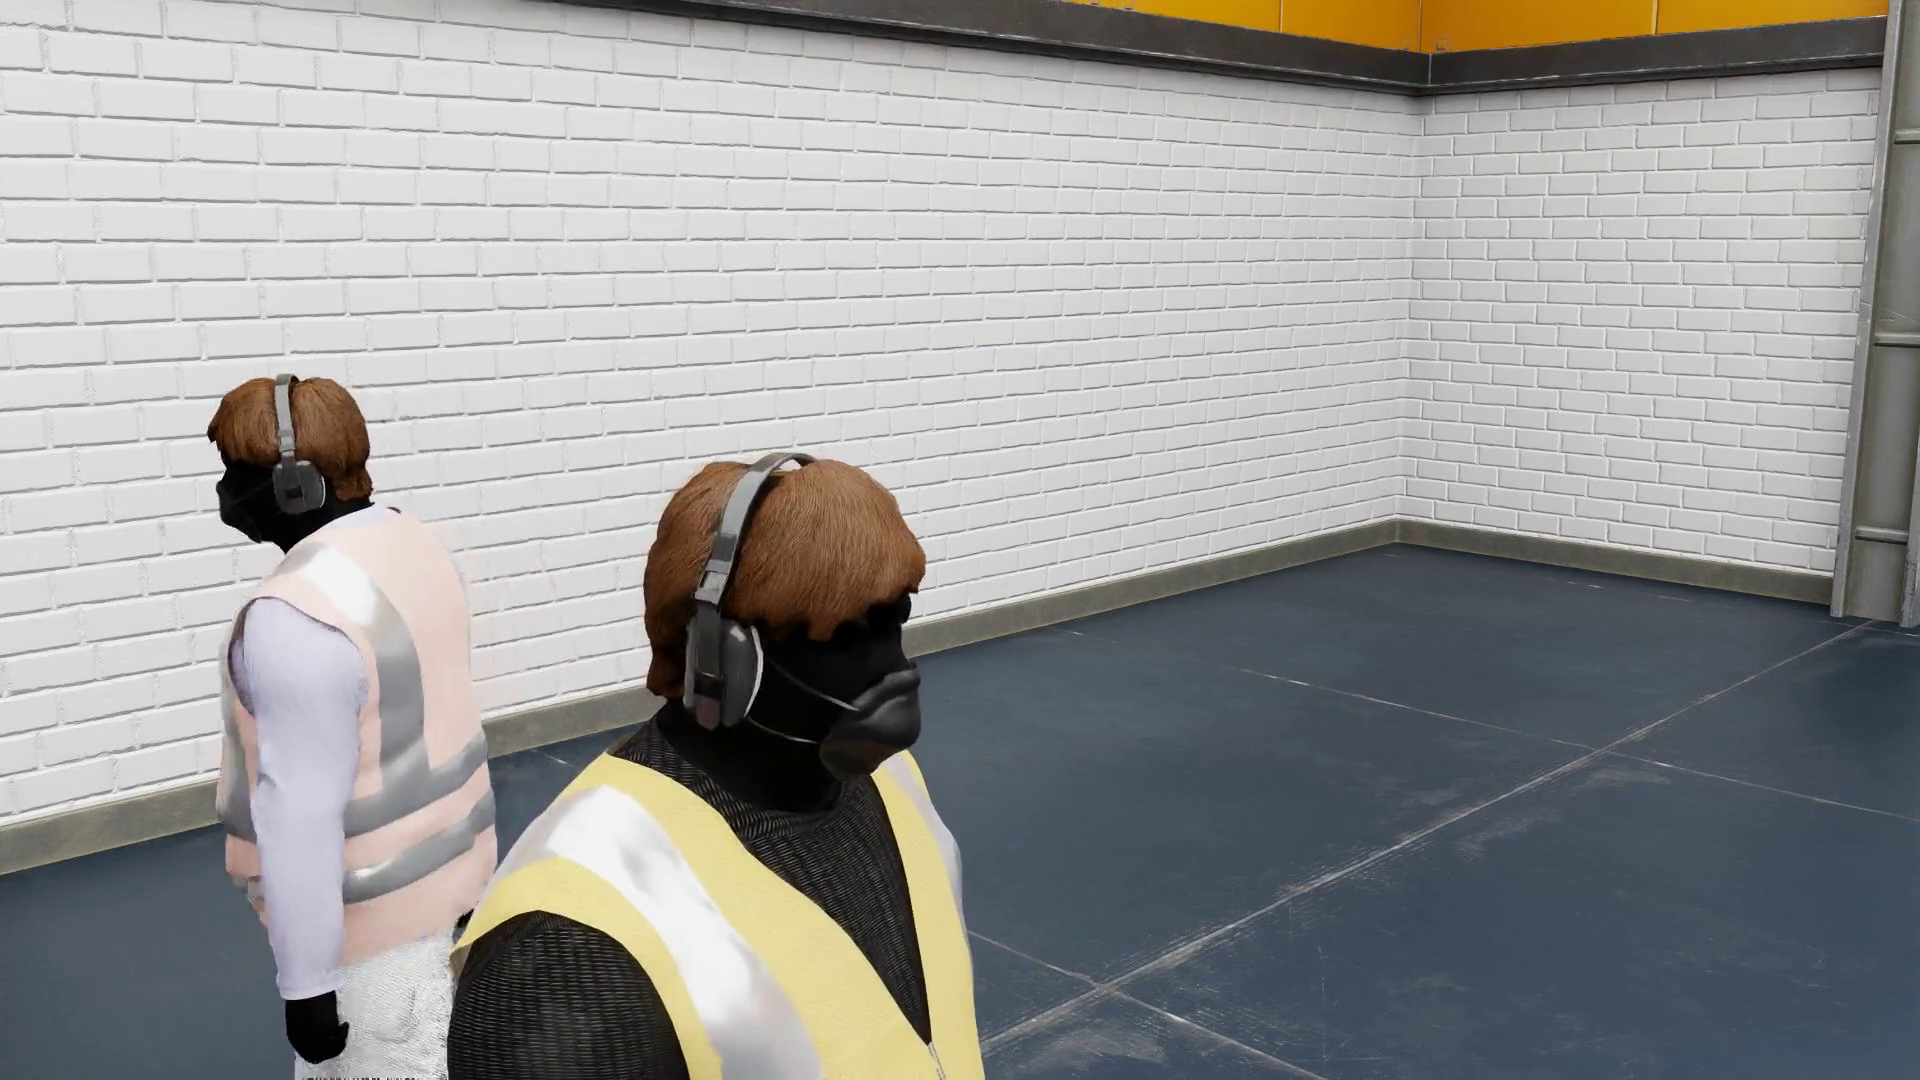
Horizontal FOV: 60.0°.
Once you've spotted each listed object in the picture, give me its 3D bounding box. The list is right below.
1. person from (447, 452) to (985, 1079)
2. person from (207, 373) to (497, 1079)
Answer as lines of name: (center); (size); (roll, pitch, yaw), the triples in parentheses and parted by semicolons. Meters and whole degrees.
person: (-0.168, 0.831, 1.565); (0.429, 1.839, 0.633); (4, 11, 22)
person: (-0.929, 0.611, 2.867); (0.867, 1.814, 0.644); (0, 10, 0)
